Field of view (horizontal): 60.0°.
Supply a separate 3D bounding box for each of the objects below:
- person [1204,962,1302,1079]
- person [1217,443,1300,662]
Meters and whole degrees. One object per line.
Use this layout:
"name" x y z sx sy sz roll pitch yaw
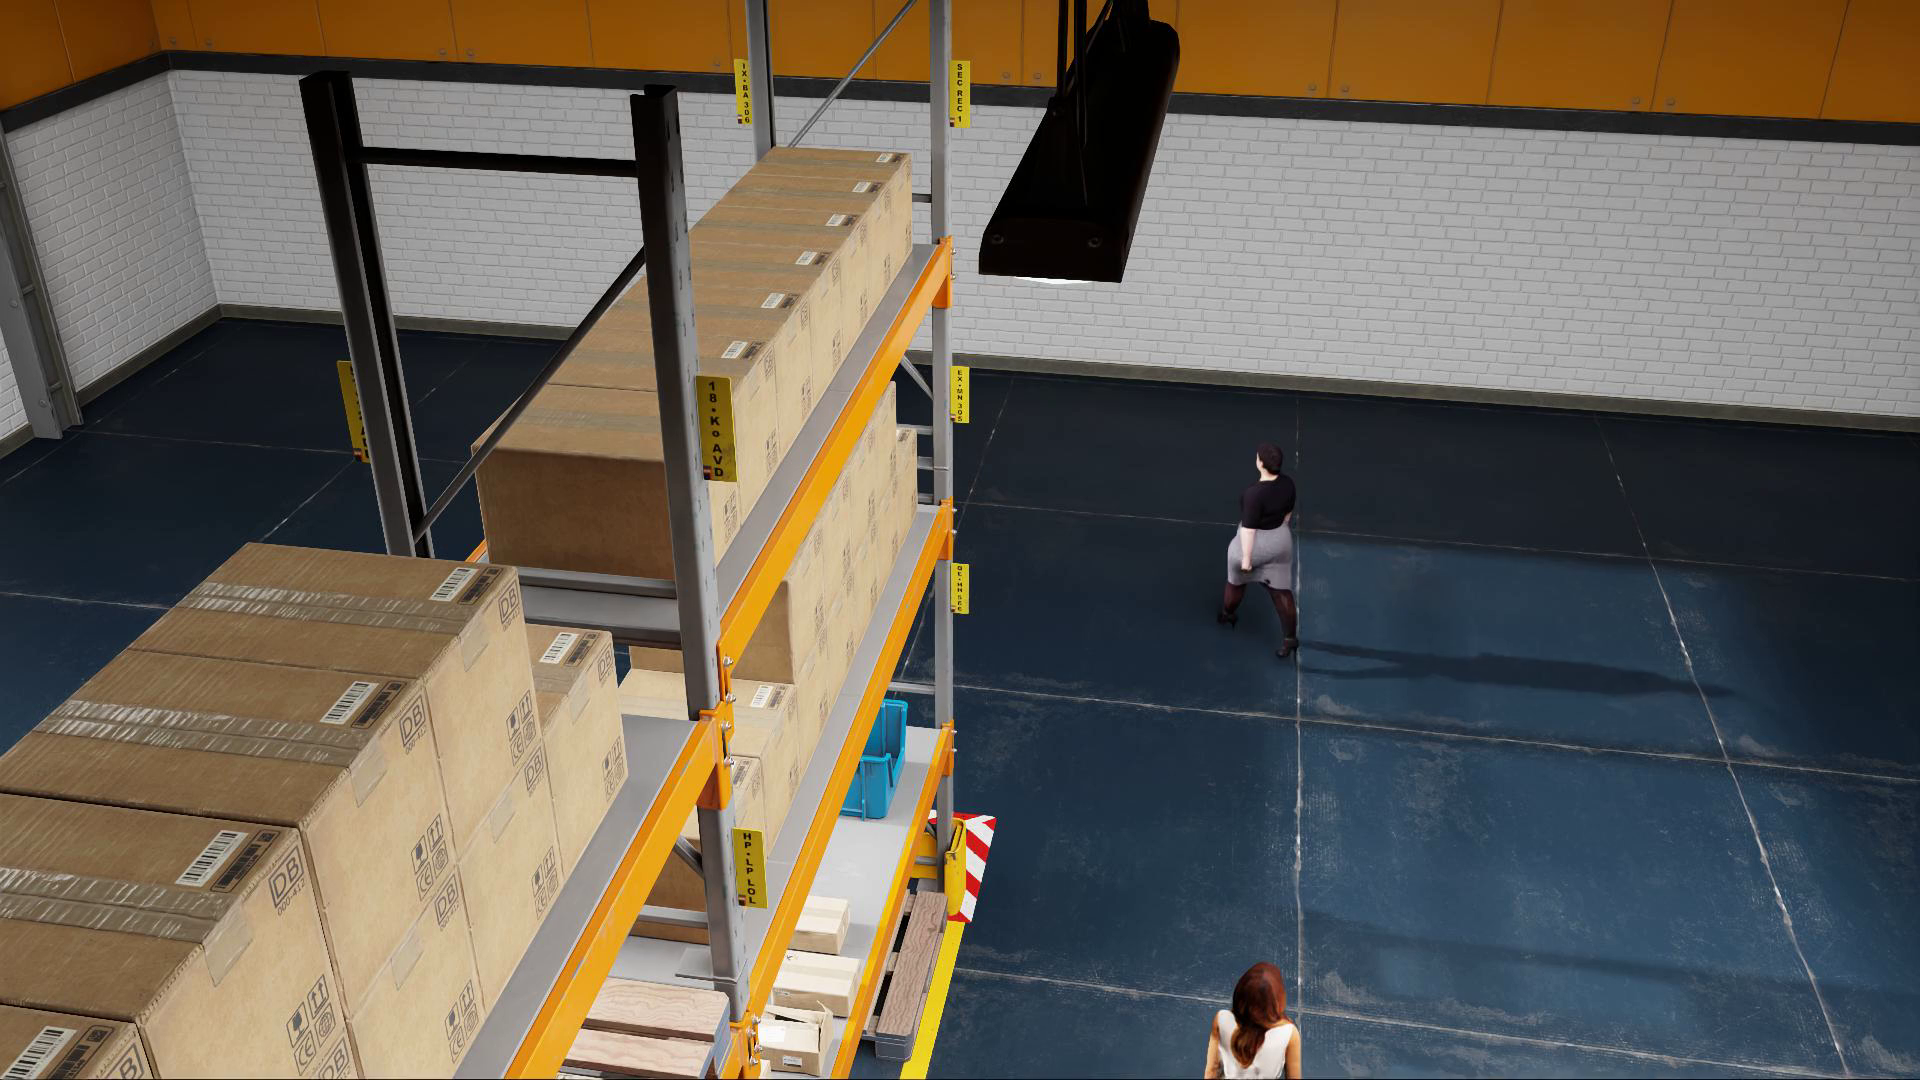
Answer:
"person" 1.349 2.710 7.842 0.634 1.784 0.575 9 30 17
"person" 2.374 0.127 12.647 1.078 1.717 1.209 -15 32 -25
